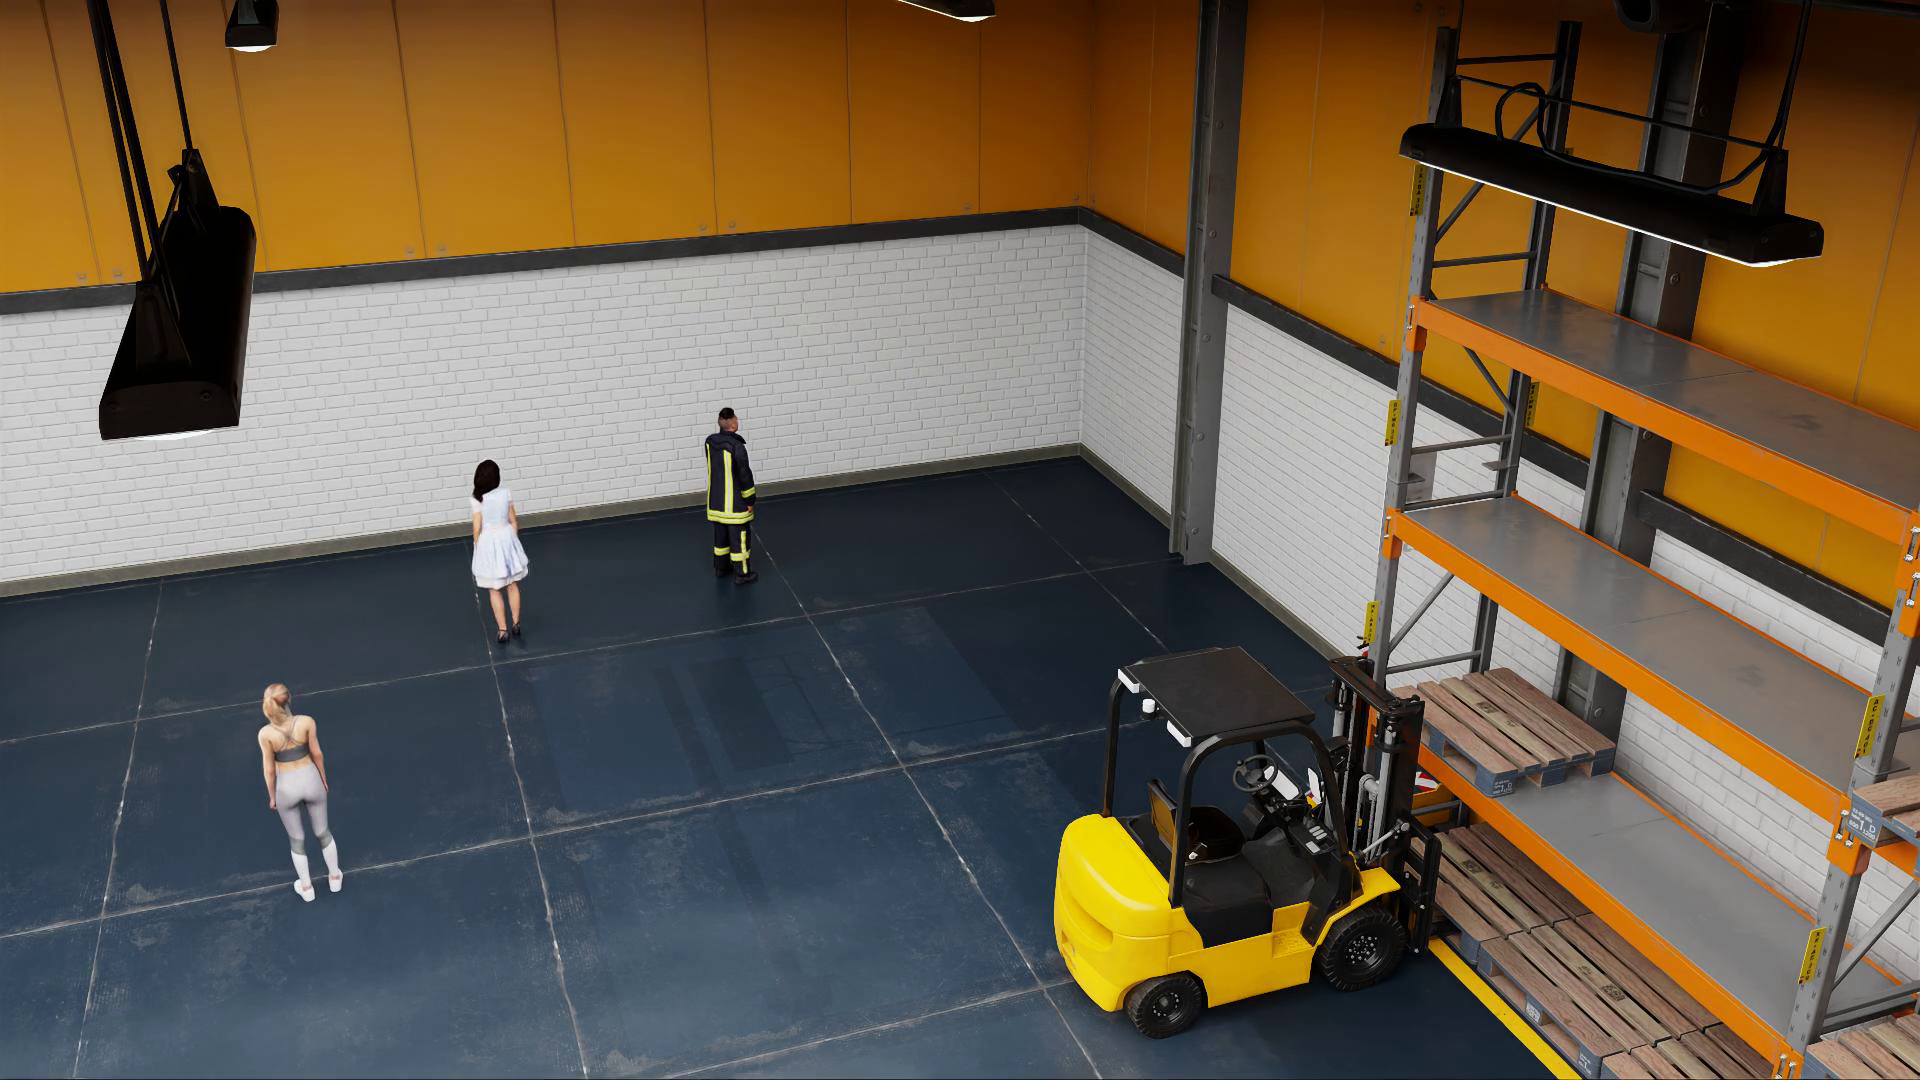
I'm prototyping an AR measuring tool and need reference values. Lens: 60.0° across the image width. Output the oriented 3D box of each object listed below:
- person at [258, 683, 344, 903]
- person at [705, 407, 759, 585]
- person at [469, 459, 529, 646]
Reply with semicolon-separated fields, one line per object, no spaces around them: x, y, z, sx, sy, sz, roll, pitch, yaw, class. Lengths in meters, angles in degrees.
-4.685;1.778;11.789;0.591;1.706;0.566;-14;27;-28;person
-2.323;-0.470;16.742;0.831;1.858;0.925;16;28;33;person
-4.289;0.115;15.457;0.751;1.814;0.794;-14;27;-29;person
